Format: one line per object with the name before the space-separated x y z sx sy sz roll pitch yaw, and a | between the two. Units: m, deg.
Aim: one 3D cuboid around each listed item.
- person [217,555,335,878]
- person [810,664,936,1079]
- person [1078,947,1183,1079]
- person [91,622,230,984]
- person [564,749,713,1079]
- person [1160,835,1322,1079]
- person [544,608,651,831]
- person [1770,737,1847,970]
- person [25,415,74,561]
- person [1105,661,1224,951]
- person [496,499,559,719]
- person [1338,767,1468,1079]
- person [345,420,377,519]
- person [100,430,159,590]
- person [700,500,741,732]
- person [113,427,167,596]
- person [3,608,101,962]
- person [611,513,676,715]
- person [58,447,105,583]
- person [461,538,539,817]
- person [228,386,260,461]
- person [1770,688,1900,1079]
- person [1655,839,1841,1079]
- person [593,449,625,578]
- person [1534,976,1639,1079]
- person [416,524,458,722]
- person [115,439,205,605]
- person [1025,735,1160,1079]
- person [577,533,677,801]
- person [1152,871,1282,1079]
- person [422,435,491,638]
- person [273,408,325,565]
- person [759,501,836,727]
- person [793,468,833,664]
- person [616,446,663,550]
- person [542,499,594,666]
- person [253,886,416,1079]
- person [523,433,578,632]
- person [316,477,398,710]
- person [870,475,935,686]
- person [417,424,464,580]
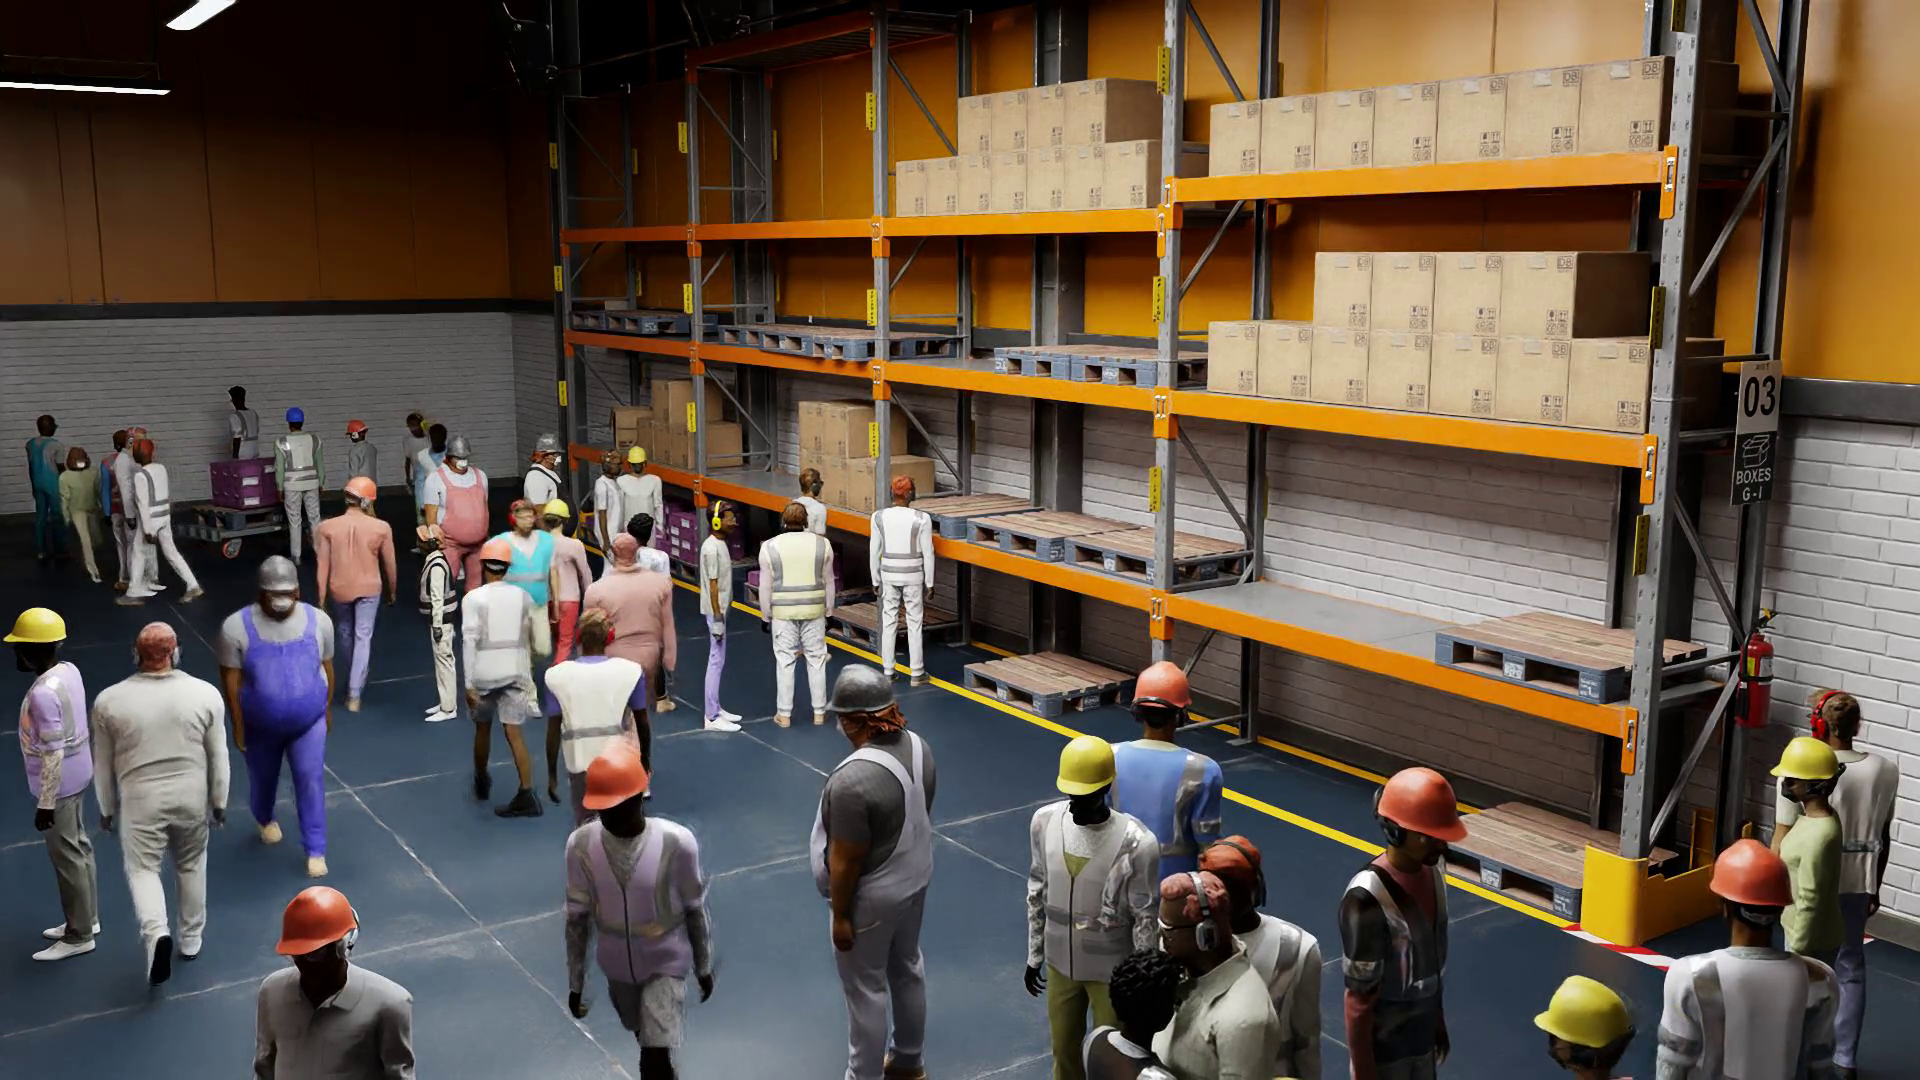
person | -4.267 1.020 10.429 0.683 2.000 0.953 -5 11 -26
person | -0.412 1.531 7.433 0.535 2.000 0.681 6 11 30
person | 0.538 2.092 5.181 0.320 1.690 0.536 -4 10 -21
person | -4.188 1.378 8.780 0.649 1.883 0.716 -6 11 -31
person | -1.317 1.723 6.826 0.561 1.872 1.033 1 10 8
person | 0.935 1.911 5.692 0.585 1.879 0.373 5 11 27
person | -2.092 1.273 9.667 0.580 1.788 0.991 -1 10 -8
person | 3.637 1.712 7.196 0.340 1.761 0.525 5 11 27
person | -11.405 -0.648 20.837 0.511 1.842 0.354 1 10 8
person | 0.875 1.544 7.390 0.609 2.035 0.416 4 11 24
person | -3.635 0.542 13.866 0.570 1.826 0.638 -7 12 -35
person | 1.592 1.786 5.978 0.409 2.029 0.613 8 13 40
person | -7.639 -0.666 21.220 0.355 1.736 0.577 1 10 8
person | -9.515 -0.347 19.079 0.431 1.835 0.622 8 13 41
person | -1.934 0.600 13.403 0.310 1.868 0.533 -1 10 -5
person | -9.231 -0.325 18.735 0.410 1.905 0.640 -2 10 -9
person | -4.917 1.312 9.040 0.356 1.930 0.592 -3 10 -18
person | -2.624 0.616 13.811 0.531 1.697 0.320 2 10 10
person | -10.298 -0.313 19.526 0.581 1.604 0.555 8 12 39
person | -3.181 0.939 11.451 0.574 1.871 0.838 -8 12 -38
person | -10.269 -1.233 23.883 0.373 1.963 0.607 2 10 9
person | 3.987 1.598 7.629 0.560 1.838 0.394 -1 10 -5
person | 2.533 1.924 5.446 0.543 1.931 0.387 1 10 4
person | -3.587 -0.026 17.179 0.359 1.840 0.514 0 10 2
person | 1.852 2.127 4.856 0.873 1.732 0.530 9 13 43
person | -4.287 0.673 13.671 0.313 1.634 0.514 -3 10 -18
person | -8.791 -0.199 18.162 0.925 1.852 0.586 2 10 10
person | 0.518 1.712 6.740 0.585 1.918 0.393 7 12 34
person | -2.397 0.867 11.864 0.671 1.850 0.984 -6 11 -32
person | 0.757 1.969 5.302 0.400 1.895 0.651 -2 10 -13
person | -4.984 -0.046 16.686 0.688 2.000 0.536 -9 13 -43
person | -8.170 -0.665 20.596 0.605 1.948 0.390 -8 13 -41
person | -1.320 0.600 13.481 0.621 1.845 0.429 -2 10 -12
person | -1.409 0.242 15.605 0.345 1.838 0.507 -9 13 -44
person | -3.485 -0.146 18.080 0.533 1.767 0.326 -3 10 -16
person | -3.428 0.512 14.308 0.531 1.738 0.774 3 10 18
person | -2.095 1.993 5.555 0.563 1.753 0.327 1 10 8
person | -4.165 -0.091 16.950 0.535 2.000 0.680 -1 10 -7
person | -5.143 0.426 14.245 0.636 1.926 1.042 -2 10 -11
person | -0.506 0.360 14.761 0.587 1.882 0.342 2 10 14
person | -6.057 -0.460 19.677 0.658 1.874 0.649 1 10 4
